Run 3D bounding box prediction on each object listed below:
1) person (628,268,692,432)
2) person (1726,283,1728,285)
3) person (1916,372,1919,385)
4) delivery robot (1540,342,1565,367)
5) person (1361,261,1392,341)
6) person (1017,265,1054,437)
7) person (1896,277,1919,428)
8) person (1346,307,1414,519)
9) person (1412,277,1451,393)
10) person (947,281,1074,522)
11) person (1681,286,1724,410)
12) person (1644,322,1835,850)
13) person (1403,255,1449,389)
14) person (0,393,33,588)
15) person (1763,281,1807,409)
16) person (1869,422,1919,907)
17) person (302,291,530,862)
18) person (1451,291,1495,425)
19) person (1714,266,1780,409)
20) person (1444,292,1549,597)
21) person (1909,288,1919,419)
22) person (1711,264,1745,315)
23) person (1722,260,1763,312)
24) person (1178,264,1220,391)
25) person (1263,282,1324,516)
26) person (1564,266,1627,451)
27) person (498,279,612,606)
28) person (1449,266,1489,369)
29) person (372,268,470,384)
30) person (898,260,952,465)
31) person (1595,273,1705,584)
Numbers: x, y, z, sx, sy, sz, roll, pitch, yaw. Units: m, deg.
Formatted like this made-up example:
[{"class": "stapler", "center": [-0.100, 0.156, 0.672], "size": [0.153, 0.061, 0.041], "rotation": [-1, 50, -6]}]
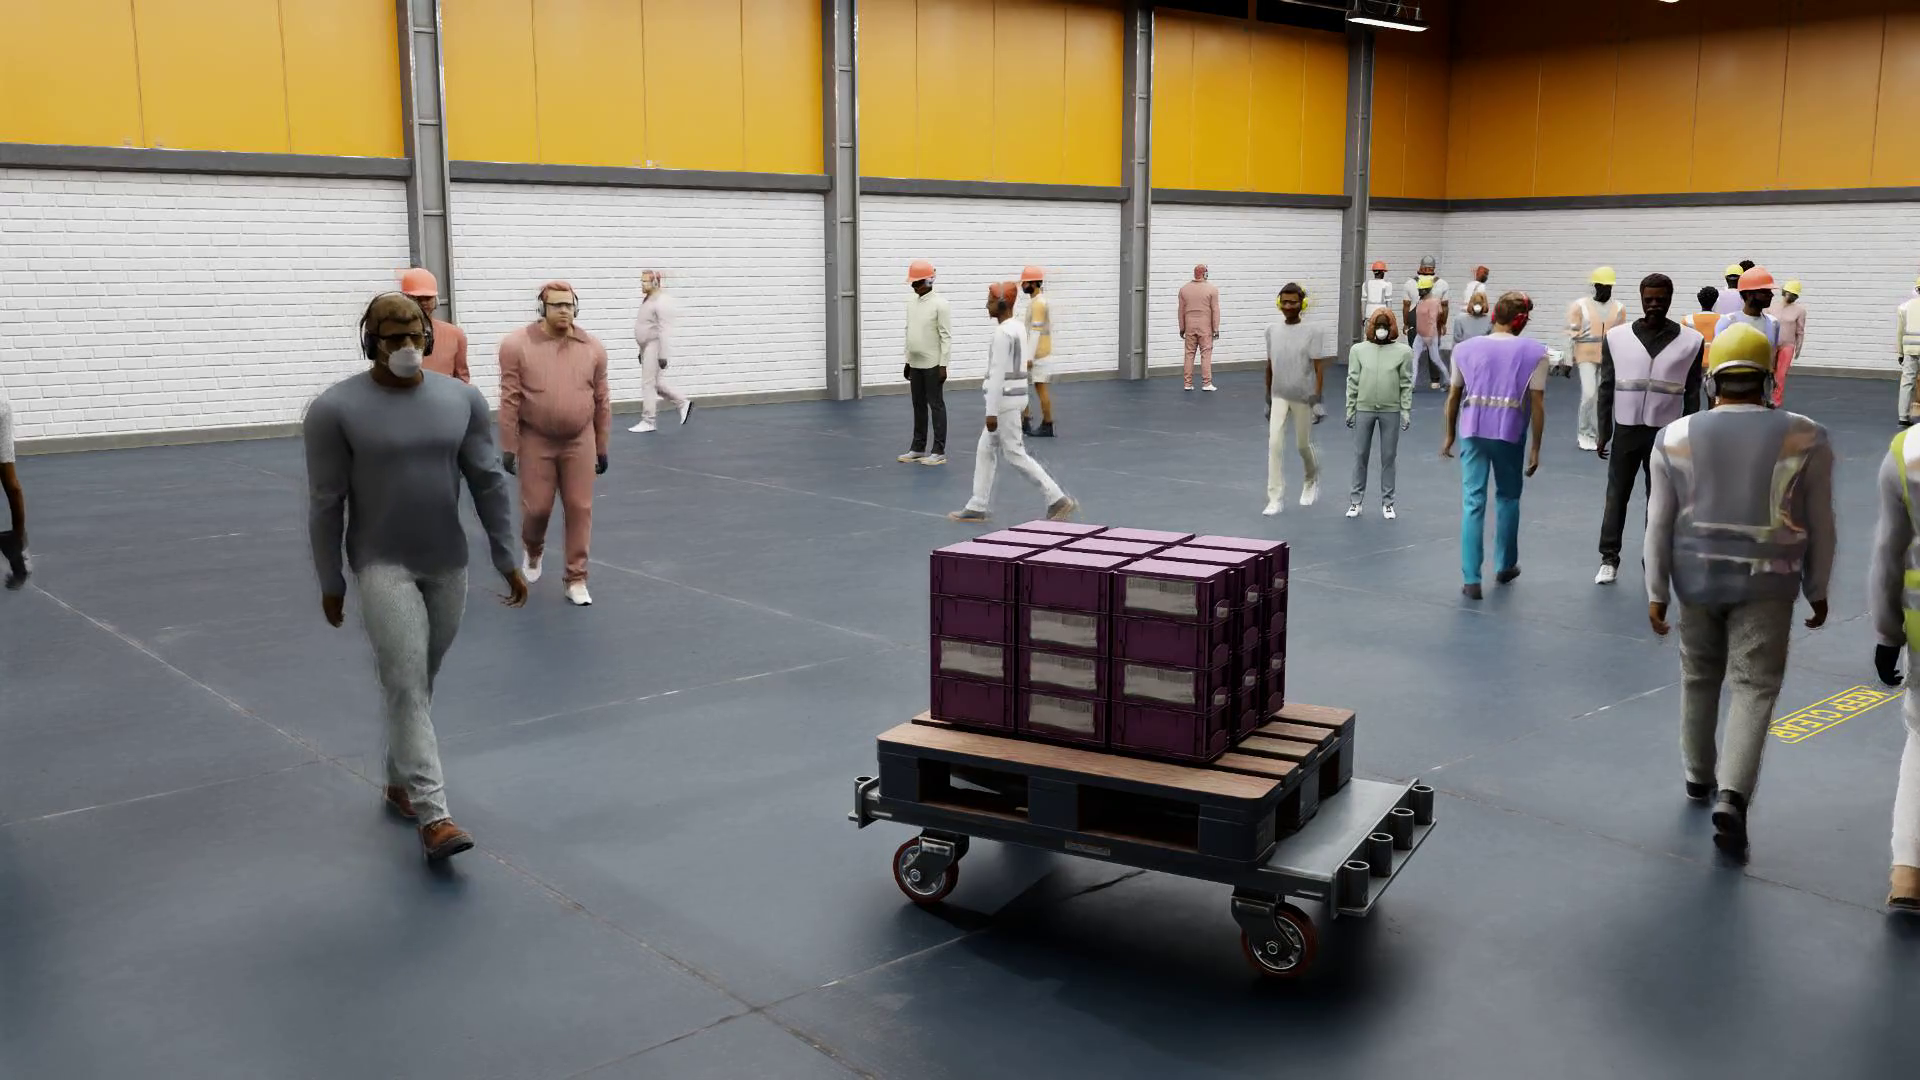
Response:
[{"class": "person", "center": [-3.493, -2.196, 19.237], "size": [0.754, 1.884, 0.648], "rotation": [-4, 11, -24]}, {"class": "person", "center": [12.139, -3.226, 26.044], "size": [0.425, 1.624, 0.542], "rotation": [3, 10, 16]}, {"class": "person", "center": [15.183, -3.380, 26.022], "size": [0.356, 1.938, 0.638], "rotation": [4, 10, 22]}, {"class": "delivery robot", "center": [9.920, -3.127, 28.318], "size": [0.707, 0.478, 0.477], "rotation": [5, 11, 29]}, {"class": "person", "center": [7.437, -4.000, 29.677], "size": [0.545, 1.933, 0.376], "rotation": [6, 11, 30]}, {"class": "person", "center": [0.745, -2.092, 18.539], "size": [0.694, 1.915, 0.585], "rotation": [0, 10, 0]}, {"class": "person", "center": [11.274, -2.209, 19.467], "size": [0.403, 1.837, 0.588], "rotation": [-6, 11, -30]}, {"class": "person", "center": [3.230, -0.977, 12.850], "size": [0.497, 1.633, 0.286], "rotation": [3, 10, 17]}, {"class": "person", "center": [6.934, -3.022, 24.542], "size": [0.873, 1.727, 0.538], "rotation": [-4, 10, -20]}, {"class": "person", "center": [0.396, -1.019, 12.477], "size": [0.942, 1.850, 0.589], "rotation": [2, 10, 11]}, {"class": "person", "center": [8.067, -1.895, 18.043], "size": [0.532, 1.696, 0.319], "rotation": [3, 10, 19]}, {"class": "person", "center": [2.700, 0.145, 5.811], "size": [0.594, 1.801, 0.864], "rotation": [6, 12, 33]}, {"class": "person", "center": [7.126, -3.342, 25.504], "size": [0.688, 2.000, 0.536], "rotation": [2, 10, 14]}, {"class": "person", "center": [-3.830, 0.033, 6.288], "size": [0.566, 1.849, 0.597], "rotation": [-6, 12, -33]}, {"class": "person", "center": [10.634, -2.497, 21.543], "size": [0.541, 1.712, 0.880], "rotation": [6, 12, 33]}, {"class": "person", "center": [3.021, 0.293, 4.873], "size": [0.626, 1.831, 0.455], "rotation": [9, 13, 43]}, {"class": "person", "center": [-1.817, 0.116, 5.664], "size": [0.653, 1.891, 0.973], "rotation": [-9, 13, -41]}, {"class": "person", "center": [5.901, -2.039, 19.073], "size": [0.514, 1.621, 0.435], "rotation": [4, 10, 20]}, {"class": "person", "center": [5.993, -1.101, 12.675], "size": [0.549, 1.942, 0.344], "rotation": [-3, 10, -17]}, {"class": "person", "center": [3.224, -0.587, 10.063], "size": [0.613, 1.796, 0.897], "rotation": [4, 11, 24]}, {"class": "person", "center": [12.241, -2.518, 20.798], "size": [0.937, 2.005, 0.636], "rotation": [-4, 11, -24]}, {"class": "person", "center": [9.650, -2.486, 20.854], "size": [0.585, 1.918, 0.378], "rotation": [5, 11, 26]}, {"class": "person", "center": [11.899, -3.276, 25.335], "size": [0.612, 1.963, 0.361], "rotation": [7, 12, 36]}, {"class": "person", "center": [3.608, -3.189, 25.003], "size": [0.651, 1.906, 0.403], "rotation": [6, 11, 29]}, {"class": "person", "center": [2.670, -1.135, 13.227], "size": [0.524, 1.828, 0.919], "rotation": [5, 11, 28]}, {"class": "person", "center": [6.604, -1.859, 17.189], "size": [0.620, 1.908, 0.534], "rotation": [-1, 10, -6]}, {"class": "person", "center": [-2.364, -0.578, 9.752], "size": [0.663, 1.889, 0.615], "rotation": [-4, 11, -24]}, {"class": "person", "center": [9.190, -3.934, 29.567], "size": [0.980, 1.827, 0.697], "rotation": [-2, 10, -12]}, {"class": "person", "center": [-3.526, -0.799, 10.893], "size": [0.642, 1.957, 1.018], "rotation": [-4, 10, -22]}, {"class": "person", "center": [-0.344, -1.718, 16.164], "size": [0.399, 1.984, 0.610], "rotation": [-8, 13, -40]}, {"class": "person", "center": [4.222, -0.671, 10.225], "size": [0.590, 1.920, 0.398], "rotation": [3, 10, 19]}]
